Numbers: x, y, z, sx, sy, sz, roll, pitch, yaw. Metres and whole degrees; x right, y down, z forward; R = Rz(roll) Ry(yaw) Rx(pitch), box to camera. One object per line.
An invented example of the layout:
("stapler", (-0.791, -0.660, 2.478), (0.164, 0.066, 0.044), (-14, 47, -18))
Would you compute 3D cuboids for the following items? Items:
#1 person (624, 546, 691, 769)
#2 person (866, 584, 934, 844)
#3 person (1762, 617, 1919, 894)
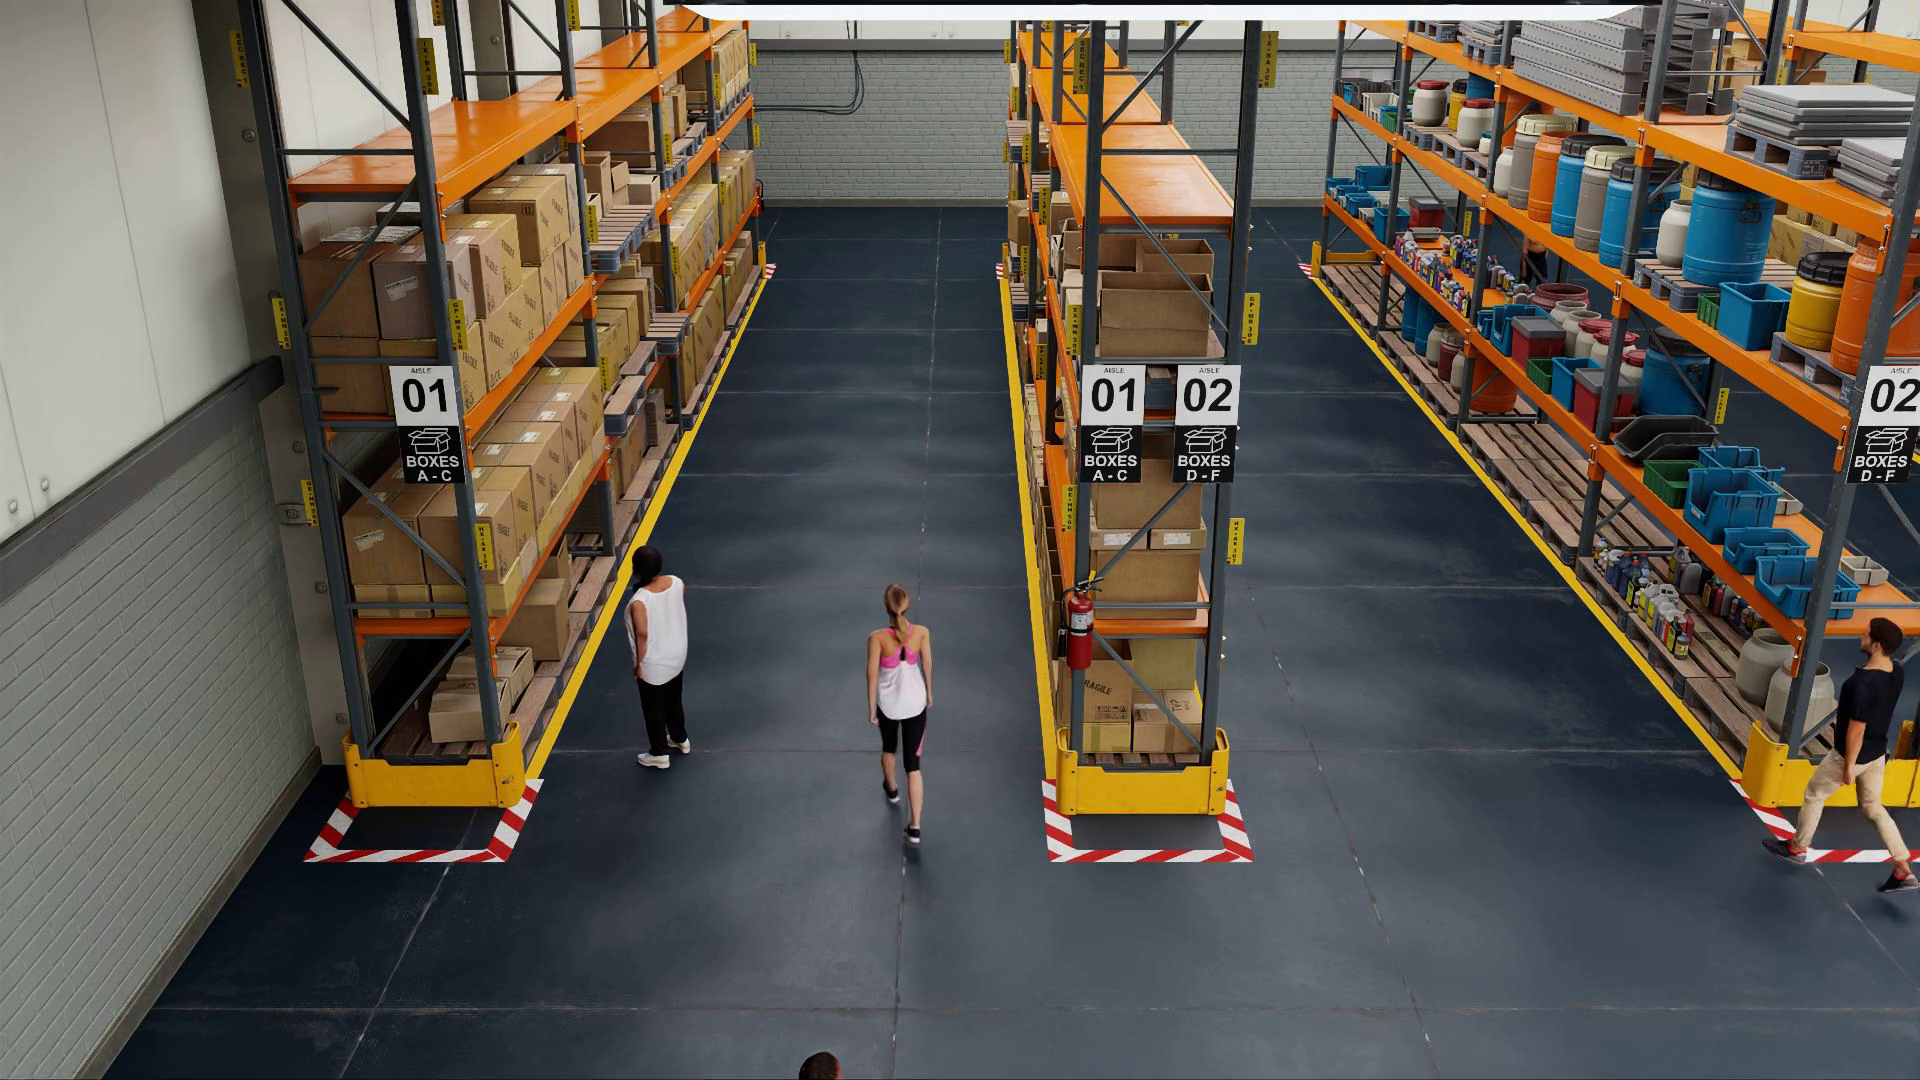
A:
("person", (-2.188, 0.819, 11.963), (0.822, 1.687, 0.730), (14, 26, 30))
("person", (-0.361, 1.173, 11.020), (0.795, 1.744, 1.225), (-5, 23, -12))
("person", (5.721, 1.381, 10.413), (1.047, 1.821, 1.258), (-13, 26, -29))
